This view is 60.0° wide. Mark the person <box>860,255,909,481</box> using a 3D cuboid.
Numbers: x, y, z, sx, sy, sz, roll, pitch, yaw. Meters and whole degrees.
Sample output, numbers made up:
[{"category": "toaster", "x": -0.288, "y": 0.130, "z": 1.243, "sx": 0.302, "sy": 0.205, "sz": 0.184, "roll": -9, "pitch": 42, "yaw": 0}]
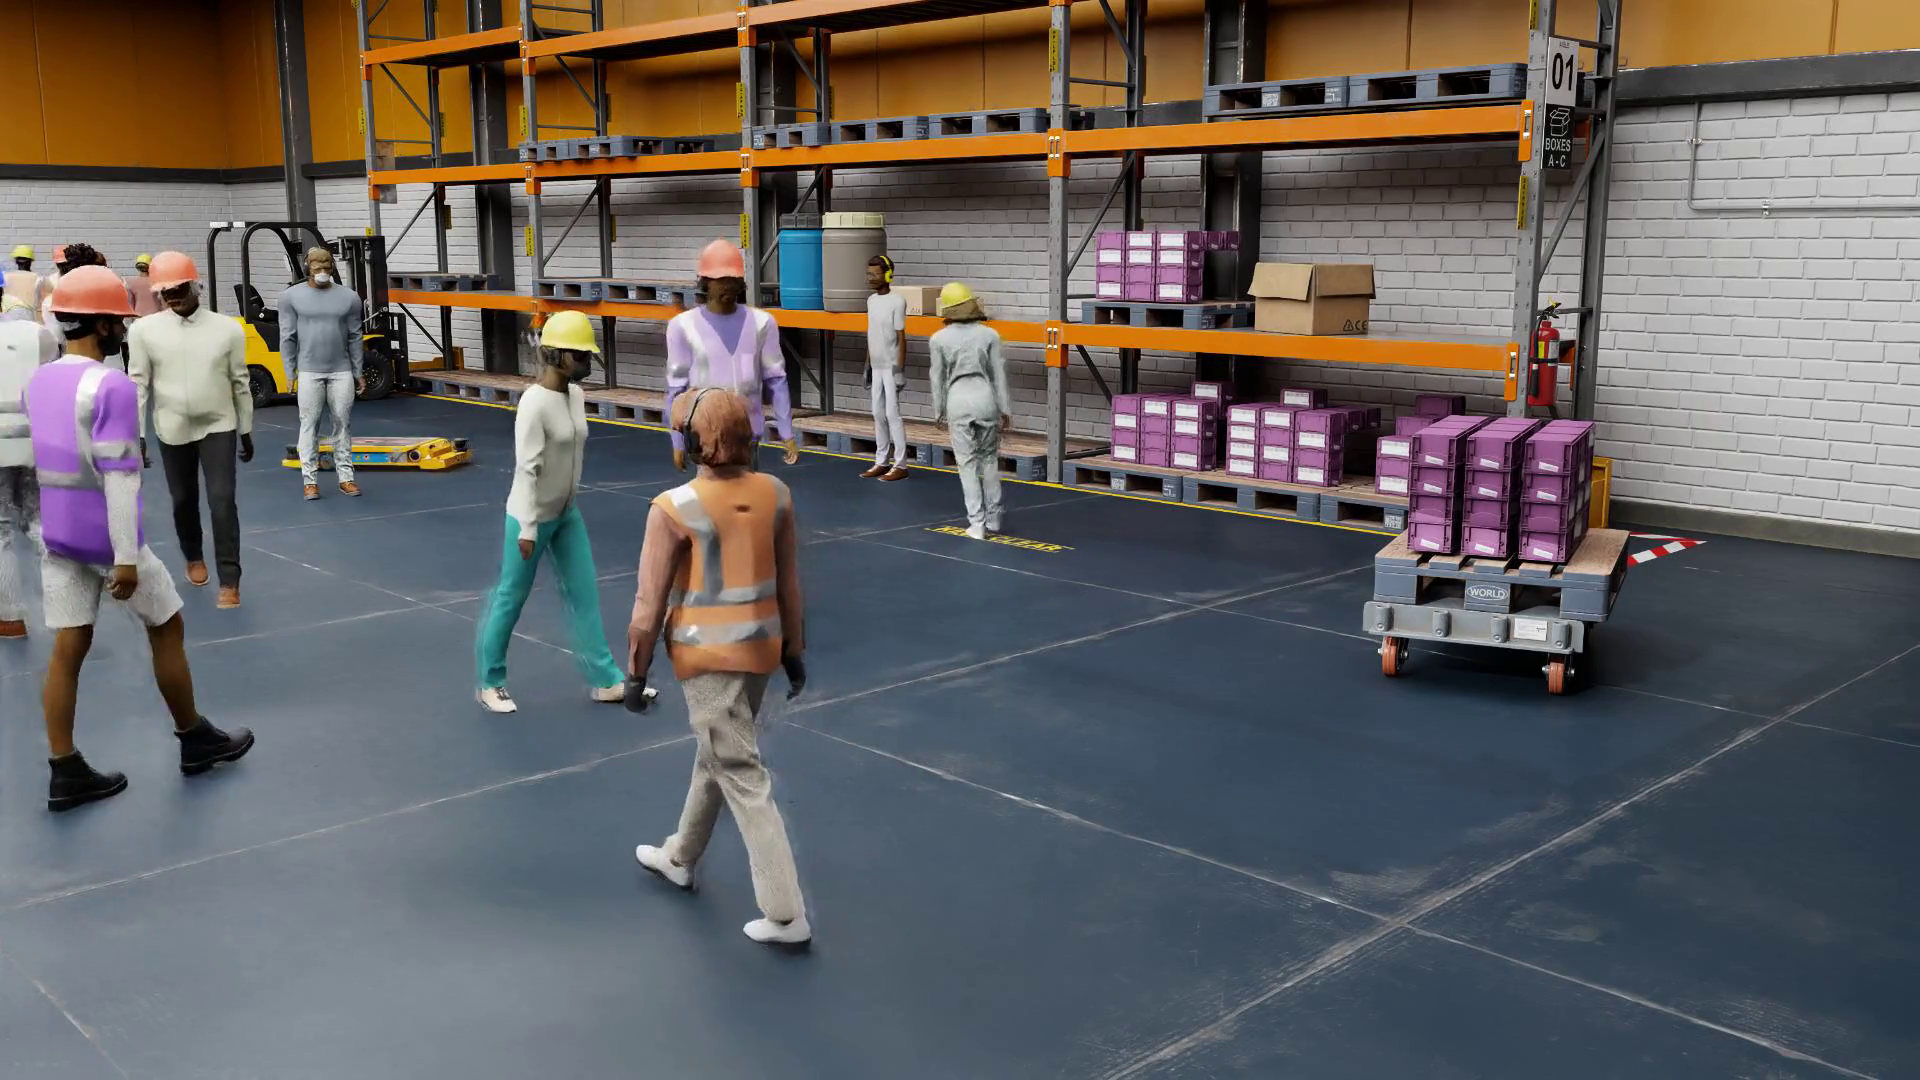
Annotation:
[{"category": "person", "x": -0.624, "y": -1.415, "z": 13.766, "sx": 0.321, "sy": 1.861, "sz": 0.515, "roll": -8, "pitch": 13, "yaw": -36}]

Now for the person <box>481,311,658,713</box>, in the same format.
[{"category": "person", "x": -1.737, "y": -0.107, "z": 7.053, "sx": 0.761, "sy": 1.709, "sz": 0.544, "roll": 3, "pitch": 11, "yaw": 16}]

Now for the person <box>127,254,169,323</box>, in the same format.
[{"category": "person", "x": -11.104, "y": -3.021, "z": 22.770, "sx": 0.533, "sy": 1.767, "sz": 0.321, "roll": -3, "pitch": 11, "yaw": -15}]

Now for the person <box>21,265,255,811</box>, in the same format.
[{"category": "person", "x": -3.028, "y": -0.029, "z": 6.048, "sx": 0.559, "sy": 1.901, "sz": 0.883, "roll": 5, "pitch": 12, "yaw": 26}]

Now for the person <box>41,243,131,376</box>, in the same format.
[{"category": "person", "x": -6.371, "y": -1.185, "z": 12.205, "sx": 0.613, "sy": 1.965, "sz": 0.361, "roll": -10, "pitch": 15, "yaw": -44}]

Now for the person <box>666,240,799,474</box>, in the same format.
[{"category": "person", "x": -1.213, "y": -0.581, "z": 8.846, "sx": 0.630, "sy": 1.985, "sz": 1.046, "roll": -5, "pitch": 12, "yaw": -27}]

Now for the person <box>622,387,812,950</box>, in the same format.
[{"category": "person", "x": -0.715, "y": 0.351, "z": 4.833, "sx": 0.856, "sy": 1.586, "sz": 0.536, "roll": 8, "pitch": 13, "yaw": 39}]

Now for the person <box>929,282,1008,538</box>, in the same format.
[{"category": "person", "x": 0.055, "y": -0.873, "z": 11.212, "sx": 0.518, "sy": 1.707, "sz": 0.507, "roll": -2, "pitch": 10, "yaw": -8}]

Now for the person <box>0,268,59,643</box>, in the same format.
[{"category": "person", "x": -4.653, "y": -0.430, "z": 8.178, "sx": 0.556, "sy": 1.932, "sz": 0.625, "roll": 6, "pitch": 12, "yaw": 32}]

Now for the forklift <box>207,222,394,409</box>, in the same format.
[{"category": "forklift", "x": -8.169, "y": -2.758, "z": 20.163, "sx": 2.313, "sy": 2.155, "sz": 1.214, "roll": -10, "pitch": 14, "yaw": -44}]

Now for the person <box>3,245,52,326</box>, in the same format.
[{"category": "person", "x": -11.075, "y": -2.544, "z": 19.773, "sx": 0.593, "sy": 1.902, "sz": 0.421, "roll": -3, "pitch": 11, "yaw": -18}]

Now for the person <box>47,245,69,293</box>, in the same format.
[{"category": "person", "x": -10.922, "y": -2.677, "z": 20.531, "sx": 0.597, "sy": 1.903, "sz": 0.788, "roll": -5, "pitch": 11, "yaw": -23}]

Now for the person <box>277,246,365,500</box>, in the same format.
[{"category": "person", "x": -4.901, "y": -1.284, "z": 12.834, "sx": 0.630, "sy": 1.938, "sz": 0.373, "roll": -7, "pitch": 12, "yaw": -33}]

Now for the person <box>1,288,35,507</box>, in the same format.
[{"category": "person", "x": -7.029, "y": -1.127, "z": 12.316, "sx": 0.643, "sy": 1.815, "sz": 0.452, "roll": 8, "pitch": 13, "yaw": 36}]

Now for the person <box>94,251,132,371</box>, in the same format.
[{"category": "person", "x": -9.866, "y": -2.394, "z": 19.149, "sx": 0.626, "sy": 1.842, "sz": 0.429, "roll": -10, "pitch": 14, "yaw": -42}]

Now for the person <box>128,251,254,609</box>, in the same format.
[{"category": "person", "x": -4.288, "y": -0.634, "z": 9.300, "sx": 0.634, "sy": 1.948, "sz": 0.964, "roll": -4, "pitch": 11, "yaw": -21}]

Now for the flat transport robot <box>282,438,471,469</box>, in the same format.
[{"category": "flat transport robot", "x": -5.102, "y": -0.770, "z": 14.572, "sx": 1.431, "sy": 0.197, "sz": 0.652, "roll": 1, "pitch": 10, "yaw": 3}]
